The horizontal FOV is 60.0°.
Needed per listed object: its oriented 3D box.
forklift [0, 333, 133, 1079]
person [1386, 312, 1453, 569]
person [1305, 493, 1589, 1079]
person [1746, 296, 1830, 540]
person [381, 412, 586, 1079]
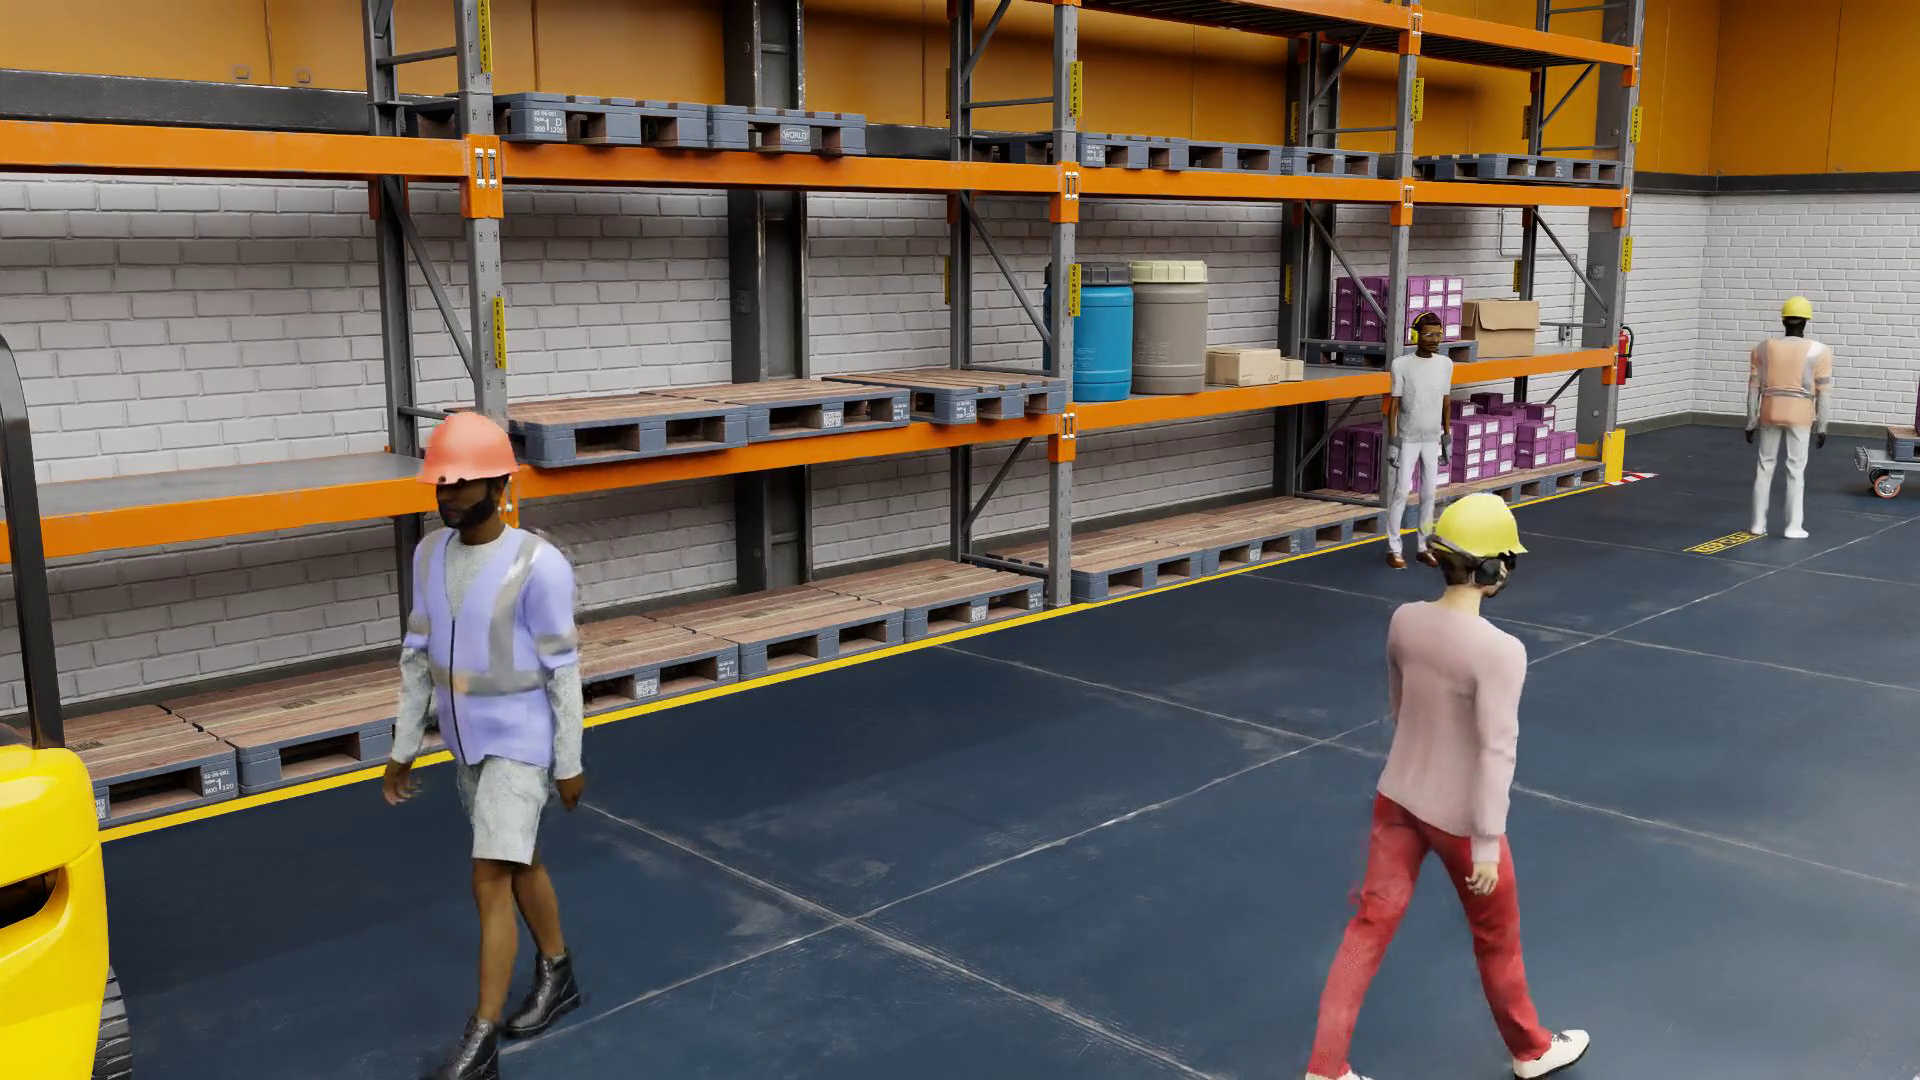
[{"bbox_3d":[-3.289,0.485,4.582,1.214,2.155,2.313,-10,14,-44],"label":"forklift"},{"bbox_3d":[3.328,-0.713,12.032,0.514,1.862,0.325,-3,11,-14],"label":"person"},{"bbox_3d":[1.353,0.723,4.579,0.915,1.716,0.560,-5,11,-25],"label":"person"},{"bbox_3d":[6.566,-0.963,13.210,0.591,1.927,0.368,8,13,38],"label":"person"},{"bbox_3d":[-1.394,0.597,4.729,0.545,1.905,0.896,6,12,31],"label":"person"}]
